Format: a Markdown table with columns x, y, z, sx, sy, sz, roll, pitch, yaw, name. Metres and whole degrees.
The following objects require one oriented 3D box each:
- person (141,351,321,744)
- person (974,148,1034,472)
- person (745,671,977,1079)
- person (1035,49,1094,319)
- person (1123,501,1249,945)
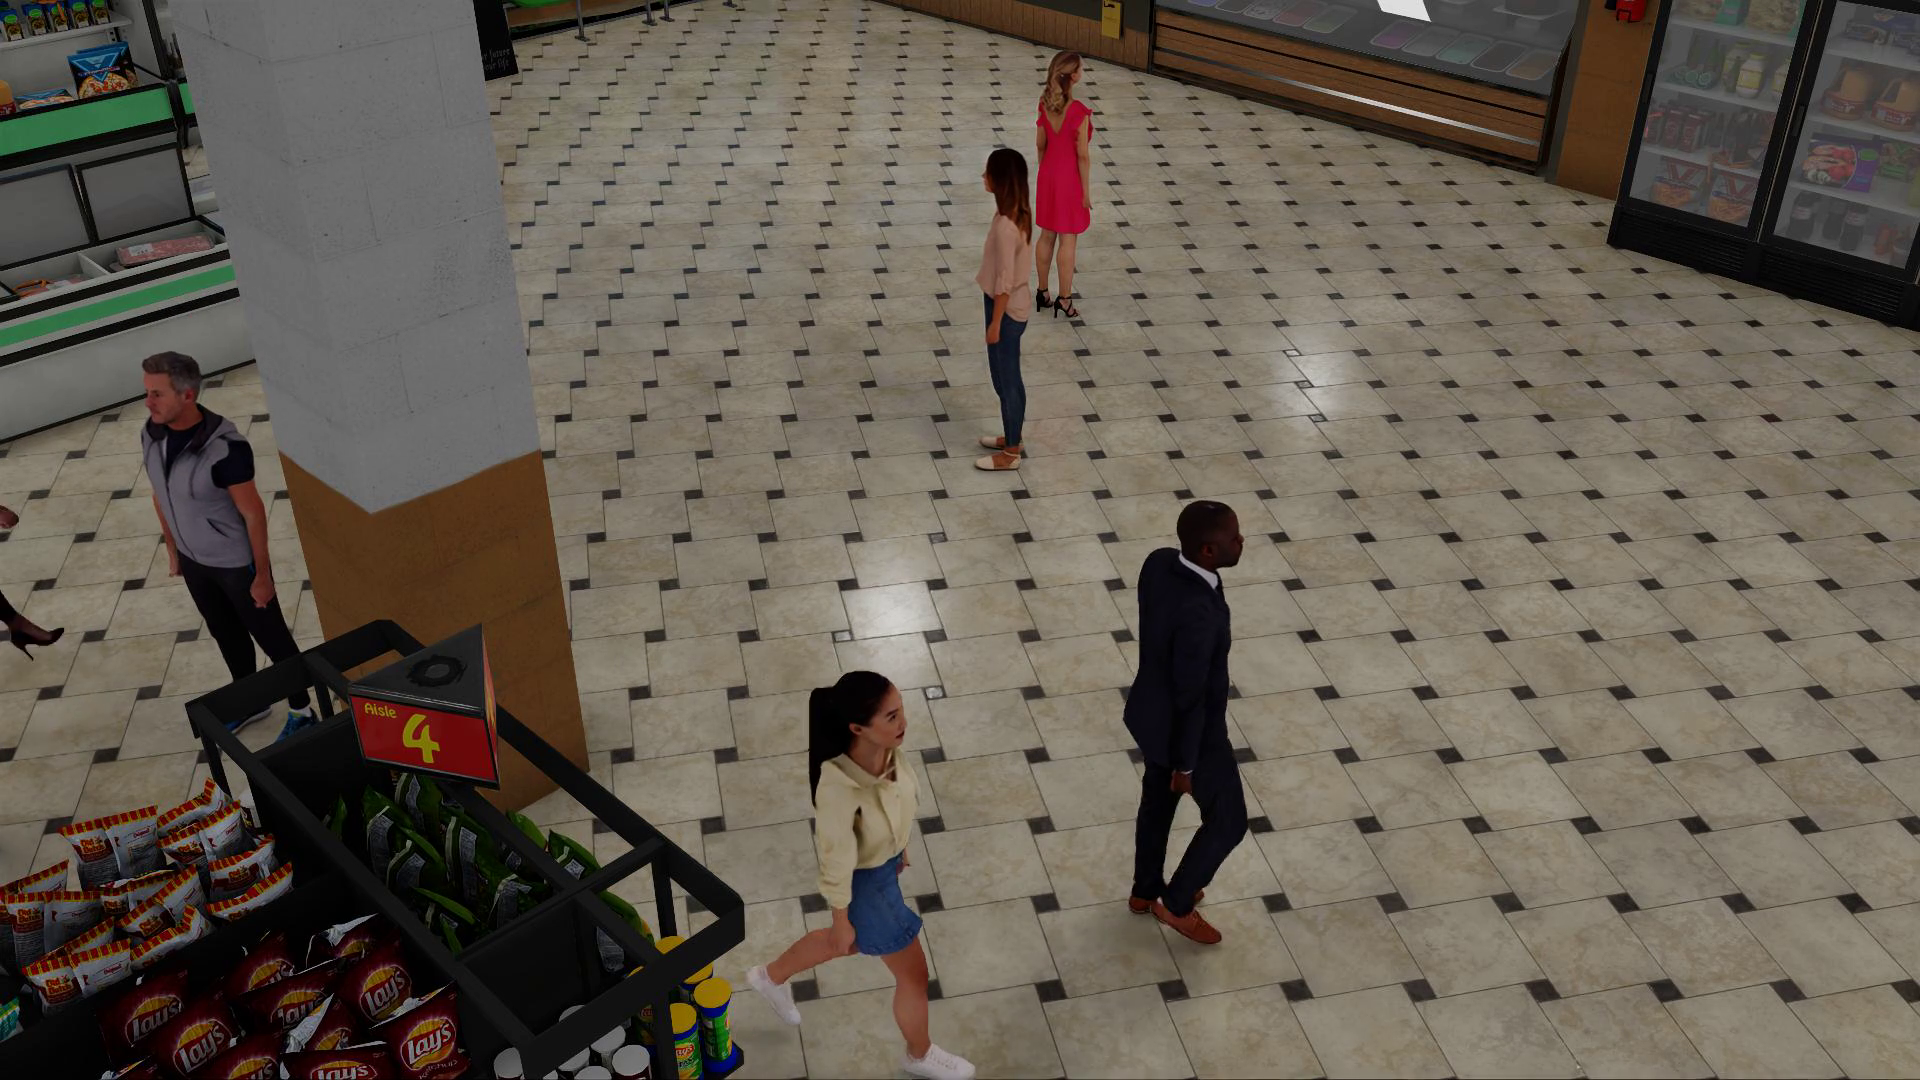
| x | y | z | sx | sy | sz | roll | pitch | yaw | name |
| --- | --- | --- | --- | --- | --- | --- | --- | --- | --- |
| -2.986 | 0.059 | 6.764 | 0.763 | 1.827 | 0.701 | 13 | 34 | 21 | person |
| 0.253 | -1.209 | 8.835 | 0.728 | 1.792 | 0.638 | 5 | 32 | 8 | person |
| -0.368 | 1.080 | 5.336 | 1.023 | 1.602 | 1.110 | 9 | 33 | 14 | person |
| 0.640 | -2.262 | 10.589 | 0.534 | 1.728 | 0.569 | -26 | 40 | -35 | person |
| 0.702 | 0.656 | 5.818 | 0.834 | 1.814 | 0.812 | -6 | 32 | -10 | person |
